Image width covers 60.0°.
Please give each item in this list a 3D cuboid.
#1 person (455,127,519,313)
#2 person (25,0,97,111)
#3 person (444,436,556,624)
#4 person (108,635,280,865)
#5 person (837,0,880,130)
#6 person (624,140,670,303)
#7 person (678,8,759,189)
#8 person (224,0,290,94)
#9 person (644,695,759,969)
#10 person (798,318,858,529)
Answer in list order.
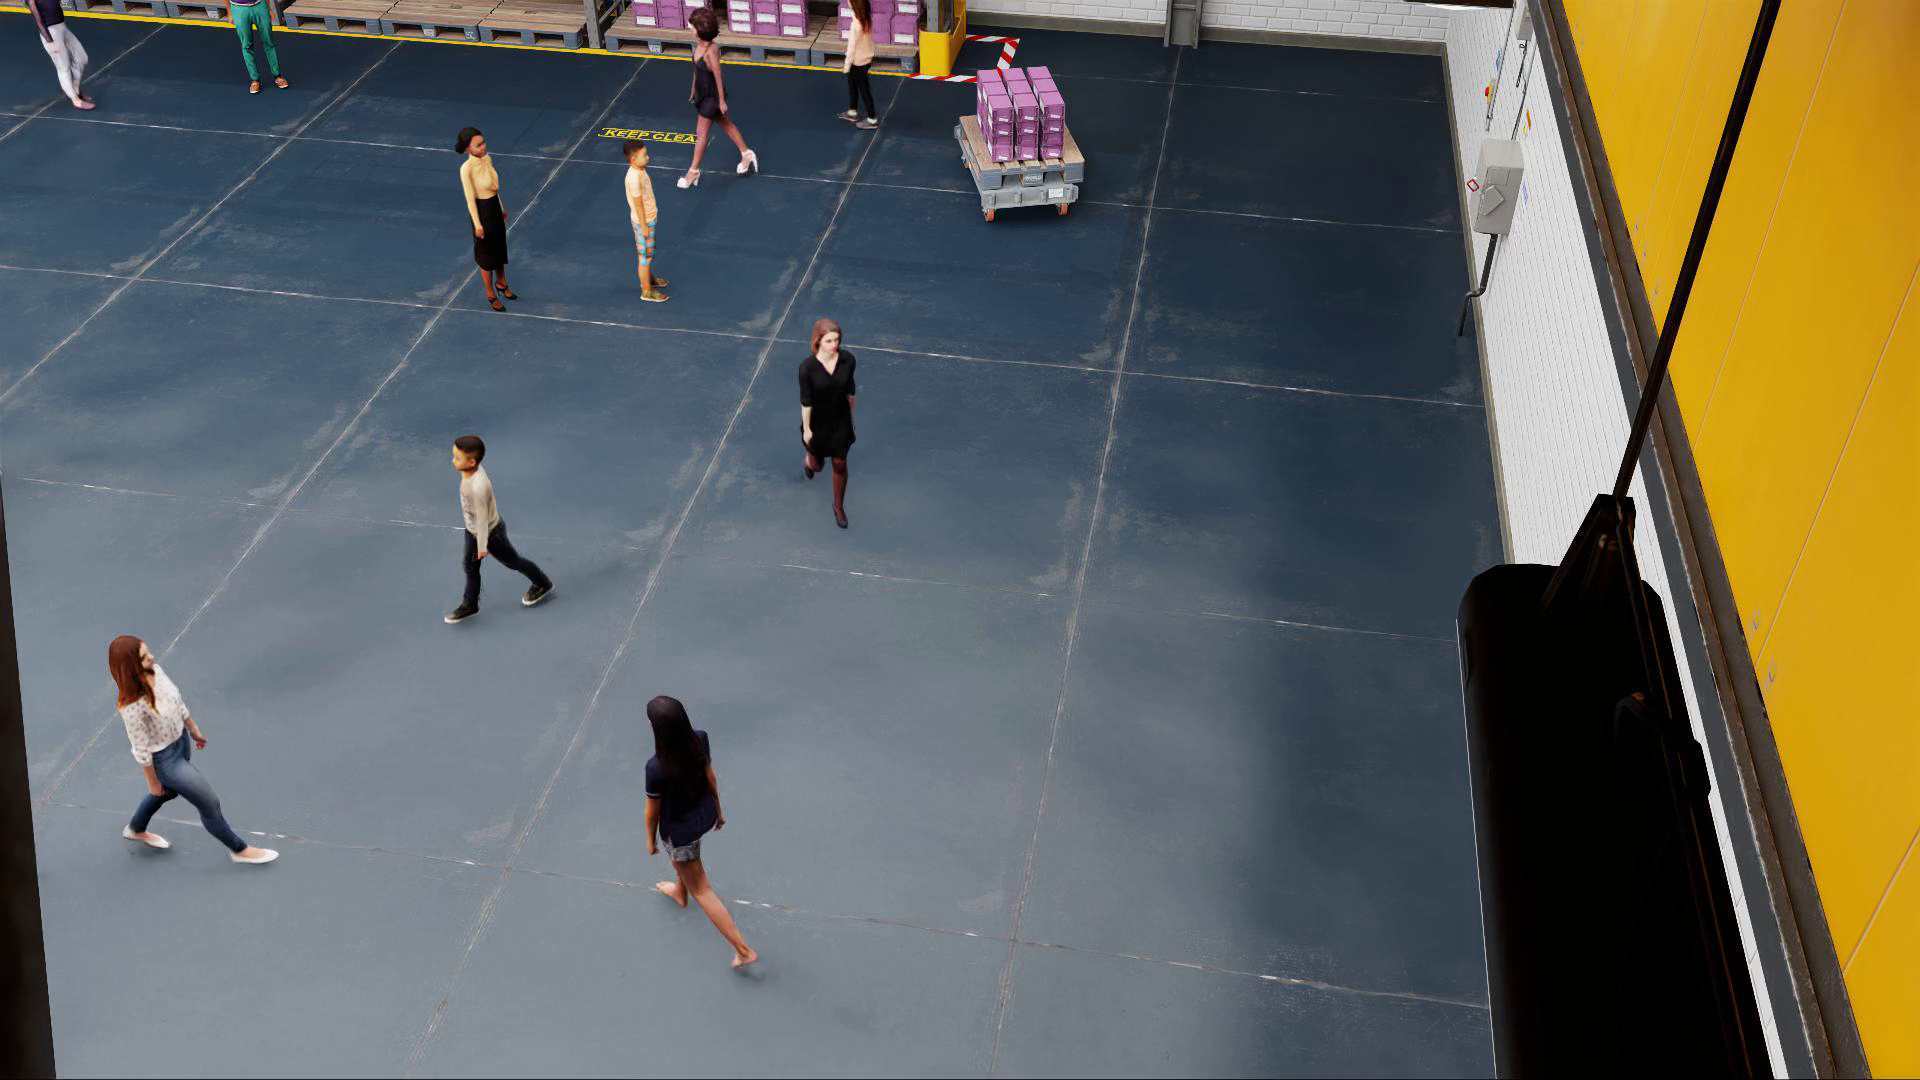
[{"bbox_3d":[-4.062,-2.761,14.294,0.571,1.652,0.596,11,40,14],"label":"person"},{"bbox_3d":[-9.563,-5.291,17.502,0.640,1.602,0.662,-1,39,-1],"label":"person"},{"bbox_3d":[-3.095,-0.090,11.122,1.035,1.436,0.964,-22,44,-25],"label":"person"},{"bbox_3d":[-4.514,1.205,9.293,1.174,1.695,0.749,-2,39,-2],"label":"person"},{"bbox_3d":[-0.965,-4.949,17.183,0.694,1.466,0.590,4,39,4],"label":"person"},{"bbox_3d":[-2.761,-2.803,14.500,0.552,1.461,0.572,-4,39,-5],"label":"person"},{"bbox_3d":[-2.322,-4.281,16.124,1.137,1.743,0.987,-18,42,-21],"label":"person"},{"bbox_3d":[-7.666,-5.736,17.927,0.700,1.768,0.787,-17,42,-20],"label":"person"},{"bbox_3d":[-1.379,1.570,8.812,1.193,1.727,0.956,26,46,29],"label":"person"},{"bbox_3d":[-0.982,-0.873,11.902,0.894,1.687,0.906,-15,41,-18],"label":"person"}]
